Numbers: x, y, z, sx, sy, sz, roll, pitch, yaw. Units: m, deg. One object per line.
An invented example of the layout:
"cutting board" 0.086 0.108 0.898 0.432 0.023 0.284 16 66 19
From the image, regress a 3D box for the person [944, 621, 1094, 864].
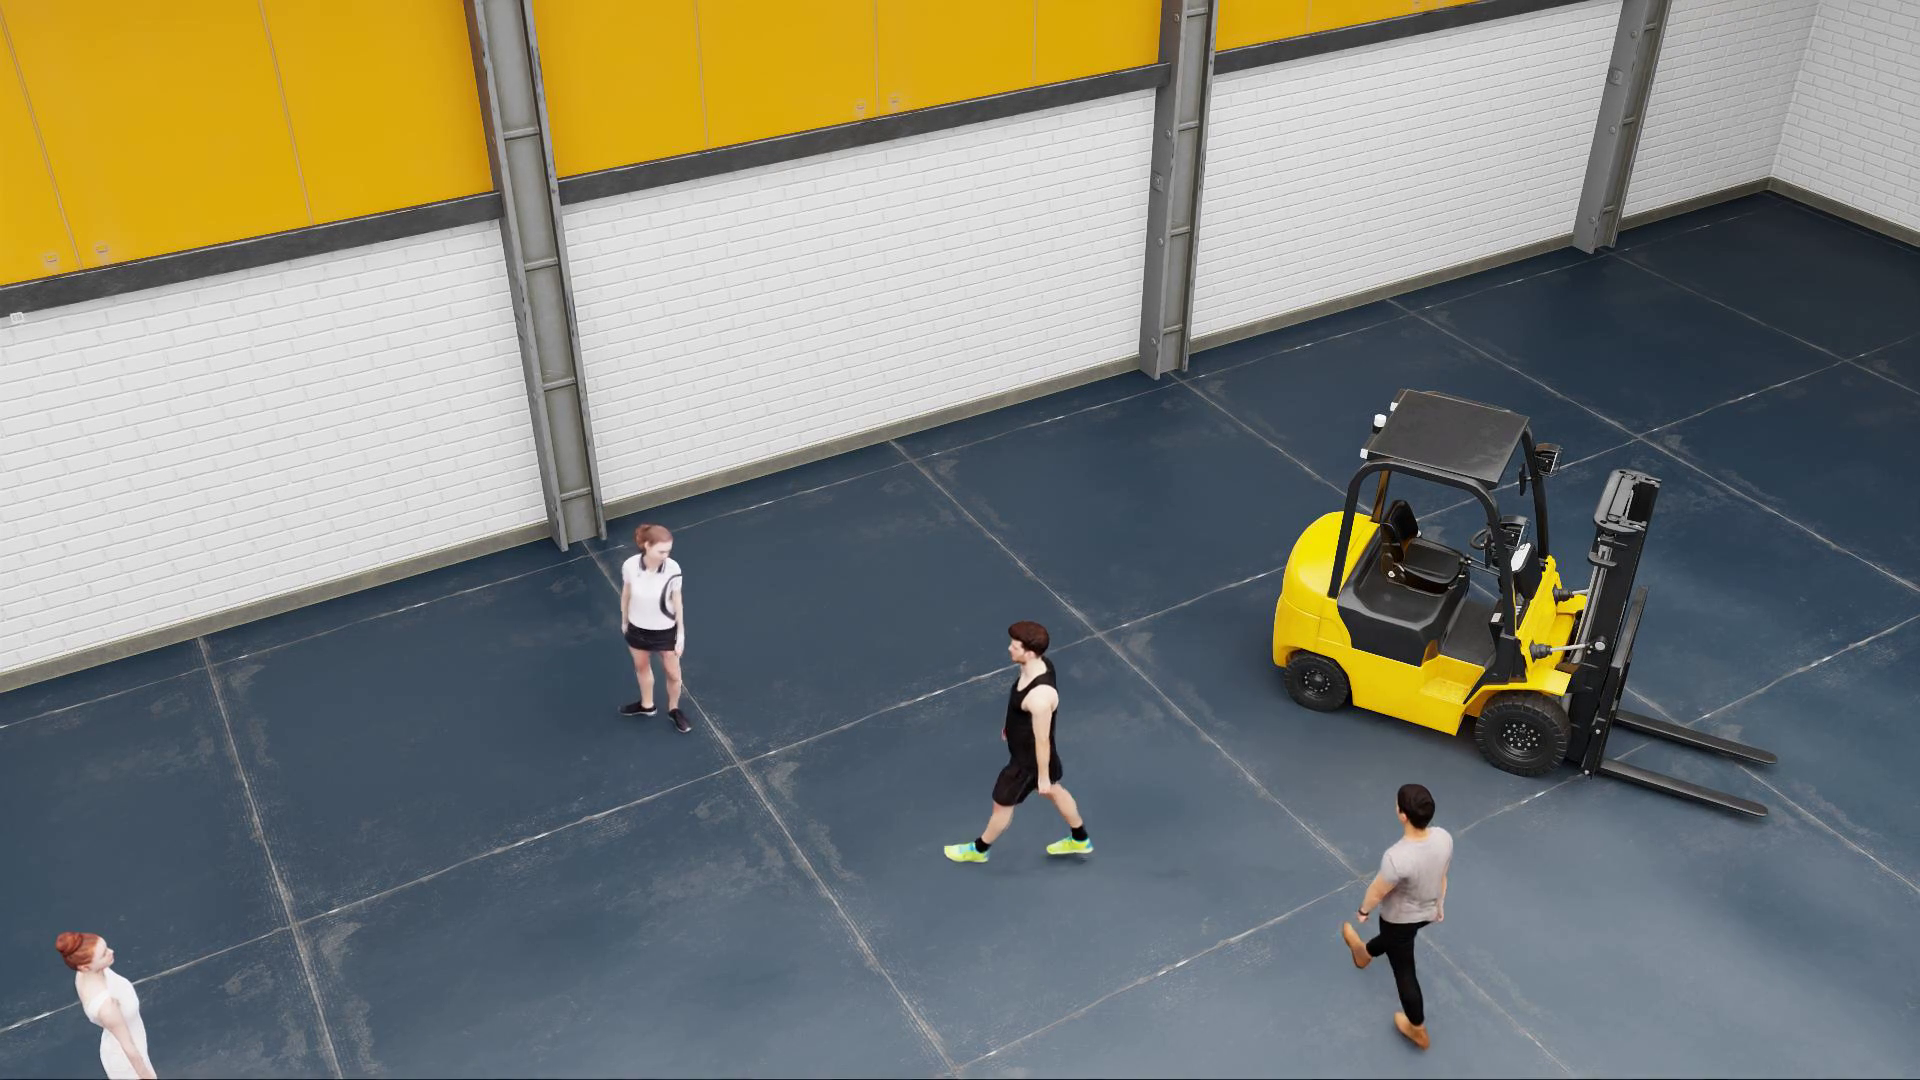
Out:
"person" 0.522 1.300 10.259 1.305 1.843 1.093 0 34 0

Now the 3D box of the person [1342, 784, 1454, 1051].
"person" 2.518 2.118 9.181 1.030 1.675 0.683 -16 37 -22

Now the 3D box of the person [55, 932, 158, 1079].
"person" -4.184 2.606 8.339 0.527 1.792 0.599 -23 40 -30

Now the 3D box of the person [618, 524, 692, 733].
"person" -2.141 0.590 11.432 0.765 1.726 0.881 9 35 14
